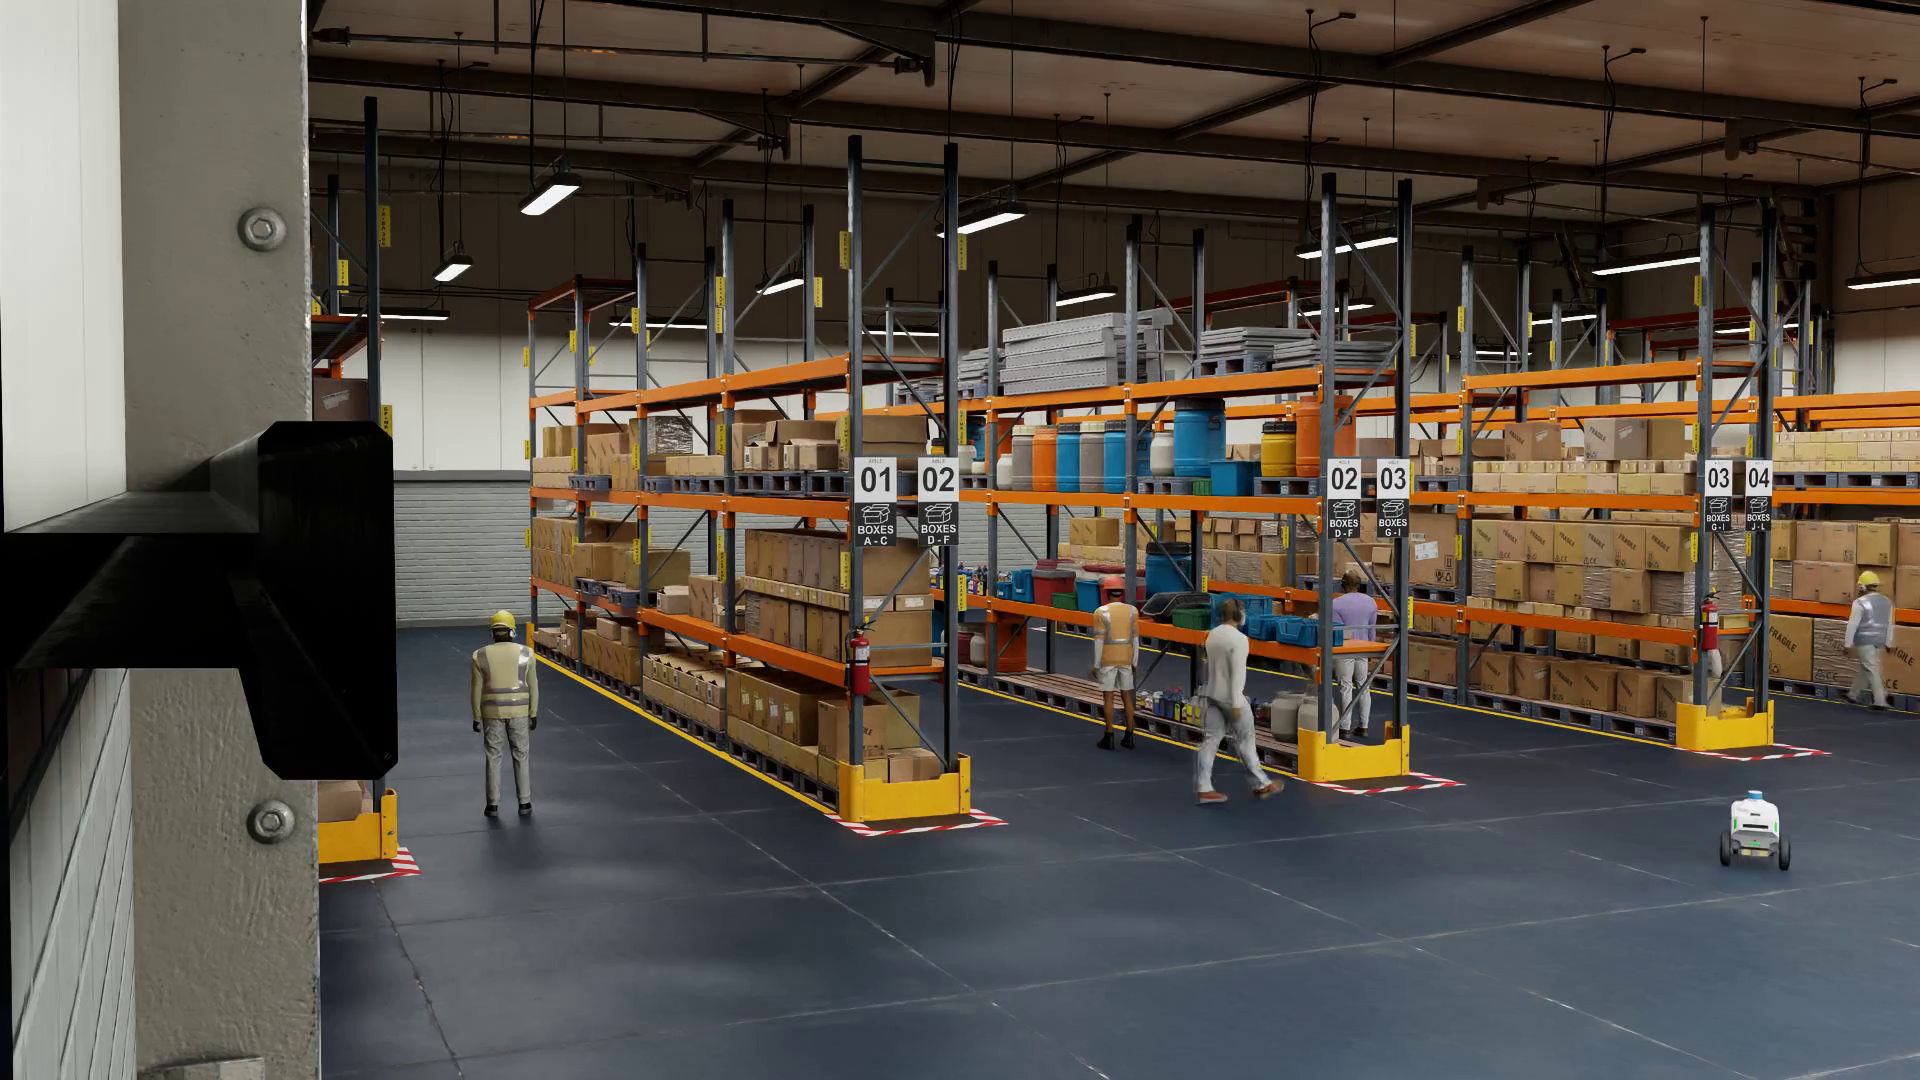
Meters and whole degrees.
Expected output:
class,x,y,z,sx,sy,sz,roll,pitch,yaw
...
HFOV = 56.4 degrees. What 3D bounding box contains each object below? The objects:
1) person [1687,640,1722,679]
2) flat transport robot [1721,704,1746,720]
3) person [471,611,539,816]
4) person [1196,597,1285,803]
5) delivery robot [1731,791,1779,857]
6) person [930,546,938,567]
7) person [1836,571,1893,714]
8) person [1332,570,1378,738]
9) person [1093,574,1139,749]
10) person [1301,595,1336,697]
class,x,y,z,sx,sy,sz,roll,pitch,yaw
person,9.562,1.380,22.945,0.529,1.607,0.621,0,2,-6
flat transport robot,9.048,2.103,21.993,0.652,0.197,1.431,-1,2,-22
person,-4.074,1.546,16.039,0.587,1.822,0.403,-1,2,-15
person,2.583,1.484,16.655,0.975,1.893,0.655,-1,2,-25
delivery robot,6.254,2.219,14.097,0.477,0.478,0.707,1,2,23
person,-0.515,0.754,34.607,0.407,1.987,0.614,2,3,36
person,11.553,1.295,22.943,0.621,1.785,0.898,-1,2,-22
person,4.516,1.310,20.695,0.632,1.940,0.372,-1,2,-23
person,1.719,1.341,19.913,0.551,1.934,0.373,-1,2,-21
person,4.317,1.446,21.353,0.610,1.601,0.534,2,3,38
